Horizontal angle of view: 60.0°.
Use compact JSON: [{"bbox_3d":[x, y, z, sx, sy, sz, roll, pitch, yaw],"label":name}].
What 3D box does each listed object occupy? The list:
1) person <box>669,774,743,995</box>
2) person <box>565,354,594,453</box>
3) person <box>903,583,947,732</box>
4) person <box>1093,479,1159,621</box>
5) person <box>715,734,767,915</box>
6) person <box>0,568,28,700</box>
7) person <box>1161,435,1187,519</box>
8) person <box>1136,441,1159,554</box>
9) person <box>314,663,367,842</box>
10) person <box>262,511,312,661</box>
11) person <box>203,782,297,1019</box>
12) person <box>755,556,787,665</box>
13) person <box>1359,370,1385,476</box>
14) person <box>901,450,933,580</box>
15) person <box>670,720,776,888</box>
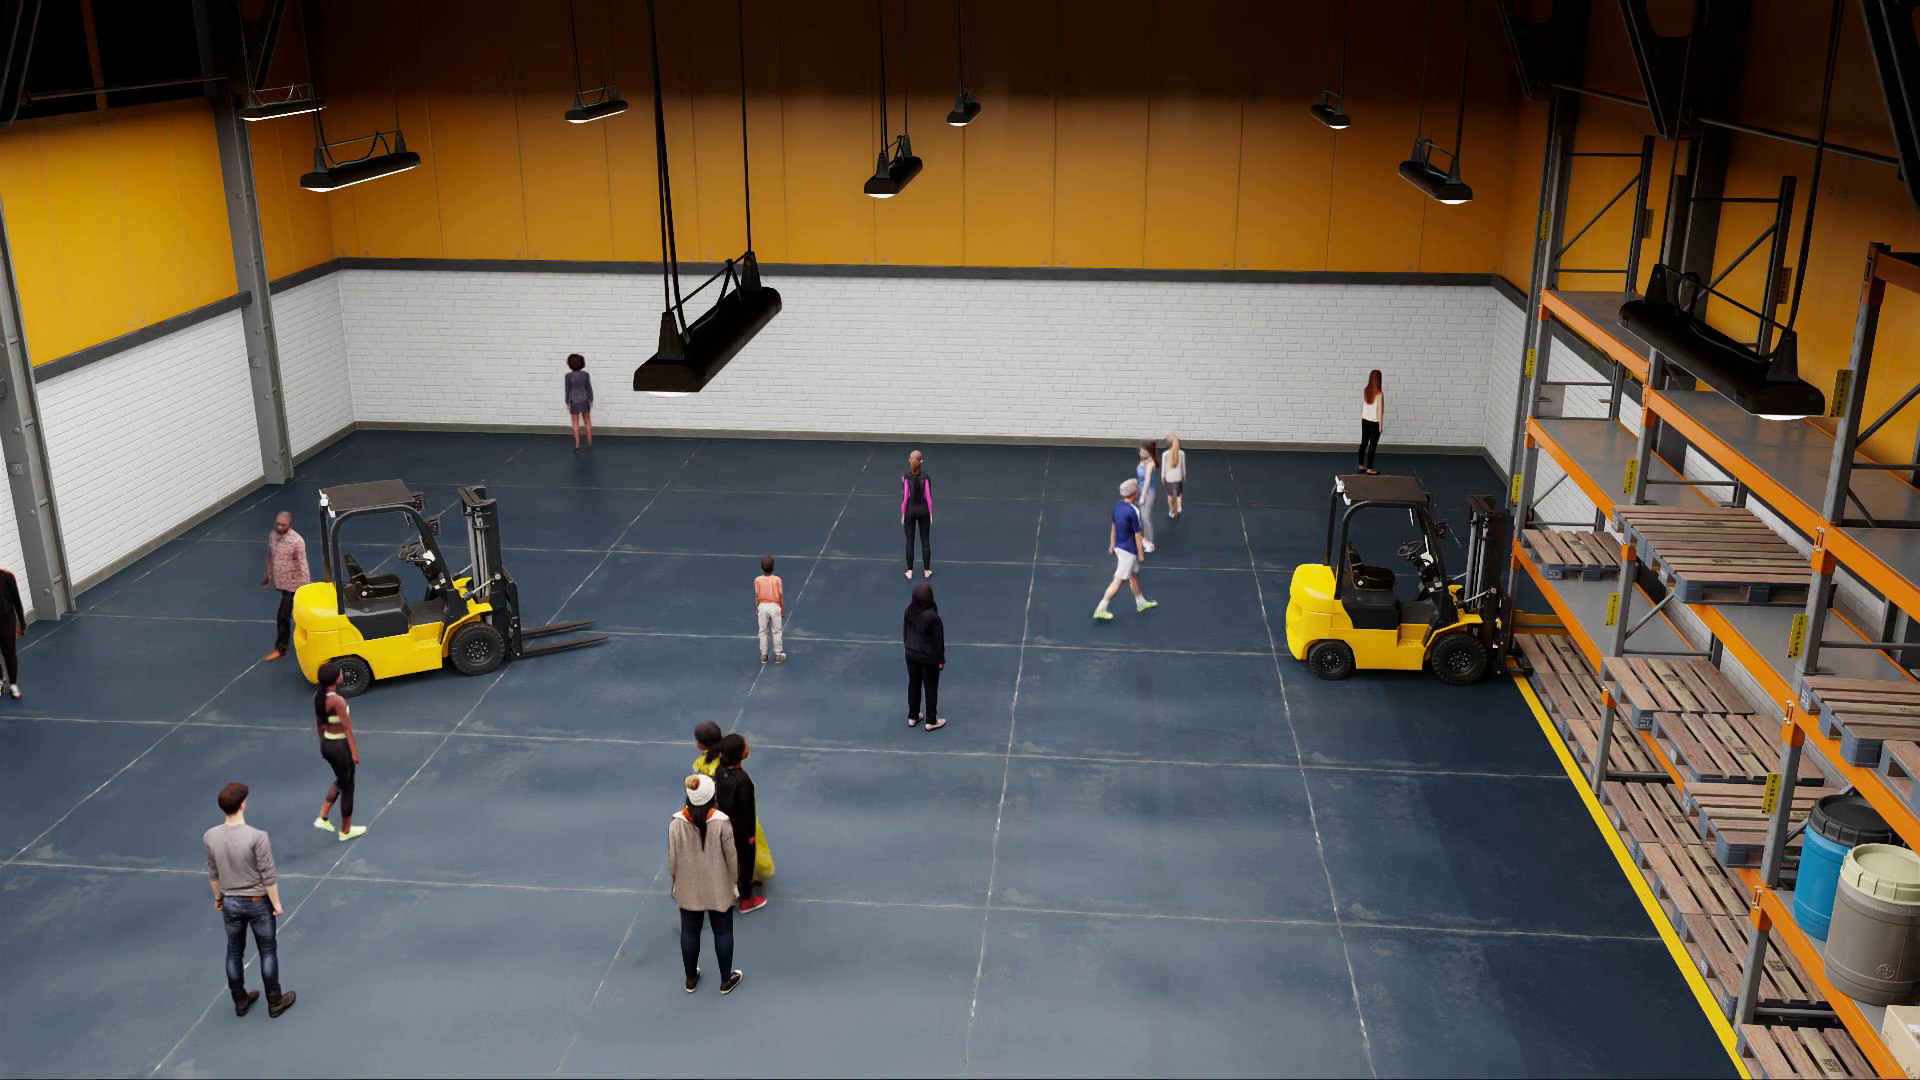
[{"bbox_3d":[-2.006,2.661,12.996,0.689,1.891,0.645,2,19,7],"label":"person"},{"bbox_3d":[-6.419,-2.305,28.042,0.703,1.701,0.698,-8,20,-22],"label":"person"},{"bbox_3d":[-0.390,1.233,17.670,0.763,1.615,0.783,12,22,32],"label":"person"},{"bbox_3d":[1.994,0.158,20.583,1.122,1.794,1.233,-9,21,-26],"label":"person"},{"bbox_3d":[-1.944,2.434,14.029,0.970,1.663,0.902,-15,24,-38],"label":"person"},{"bbox_3d":[-10.648,0.897,18.398,0.785,1.787,0.825,-10,21,-27],"label":"person"},{"bbox_3d":[3.162,-0.919,24.617,0.565,1.260,0.635,-1,19,-2],"label":"person"},{"bbox_3d":[2.622,-0.645,23.295,0.782,1.585,0.469,5,19,16],"label":"person"},{"bbox_3d":[-5.791,1.980,15.255,0.737,1.741,0.808,15,24,37],"label":"person"},{"bbox_3d":[-7.845,0.472,19.670,1.120,1.781,1.299,15,24,38],"label":"person"},{"bbox_3d":[-5.453,2.760,12.691,0.670,1.900,0.544,1,19,4],"label":"person"},{"bbox_3d":[-2.223,0.807,19.413,0.493,1.311,0.469,1,19,3],"label":"person"},{"bbox_3d":[6.628,-1.897,26.801,0.704,1.720,0.614,-10,21,-28],"label":"person"},{"bbox_3d":[-0.583,-0.347,22.150,0.600,1.750,0.578,-2,19,-5],"label":"person"},{"bbox_3d":[-2.003,2.340,14.422,0.956,1.591,1.185,6,19,17],"label":"person"}]
